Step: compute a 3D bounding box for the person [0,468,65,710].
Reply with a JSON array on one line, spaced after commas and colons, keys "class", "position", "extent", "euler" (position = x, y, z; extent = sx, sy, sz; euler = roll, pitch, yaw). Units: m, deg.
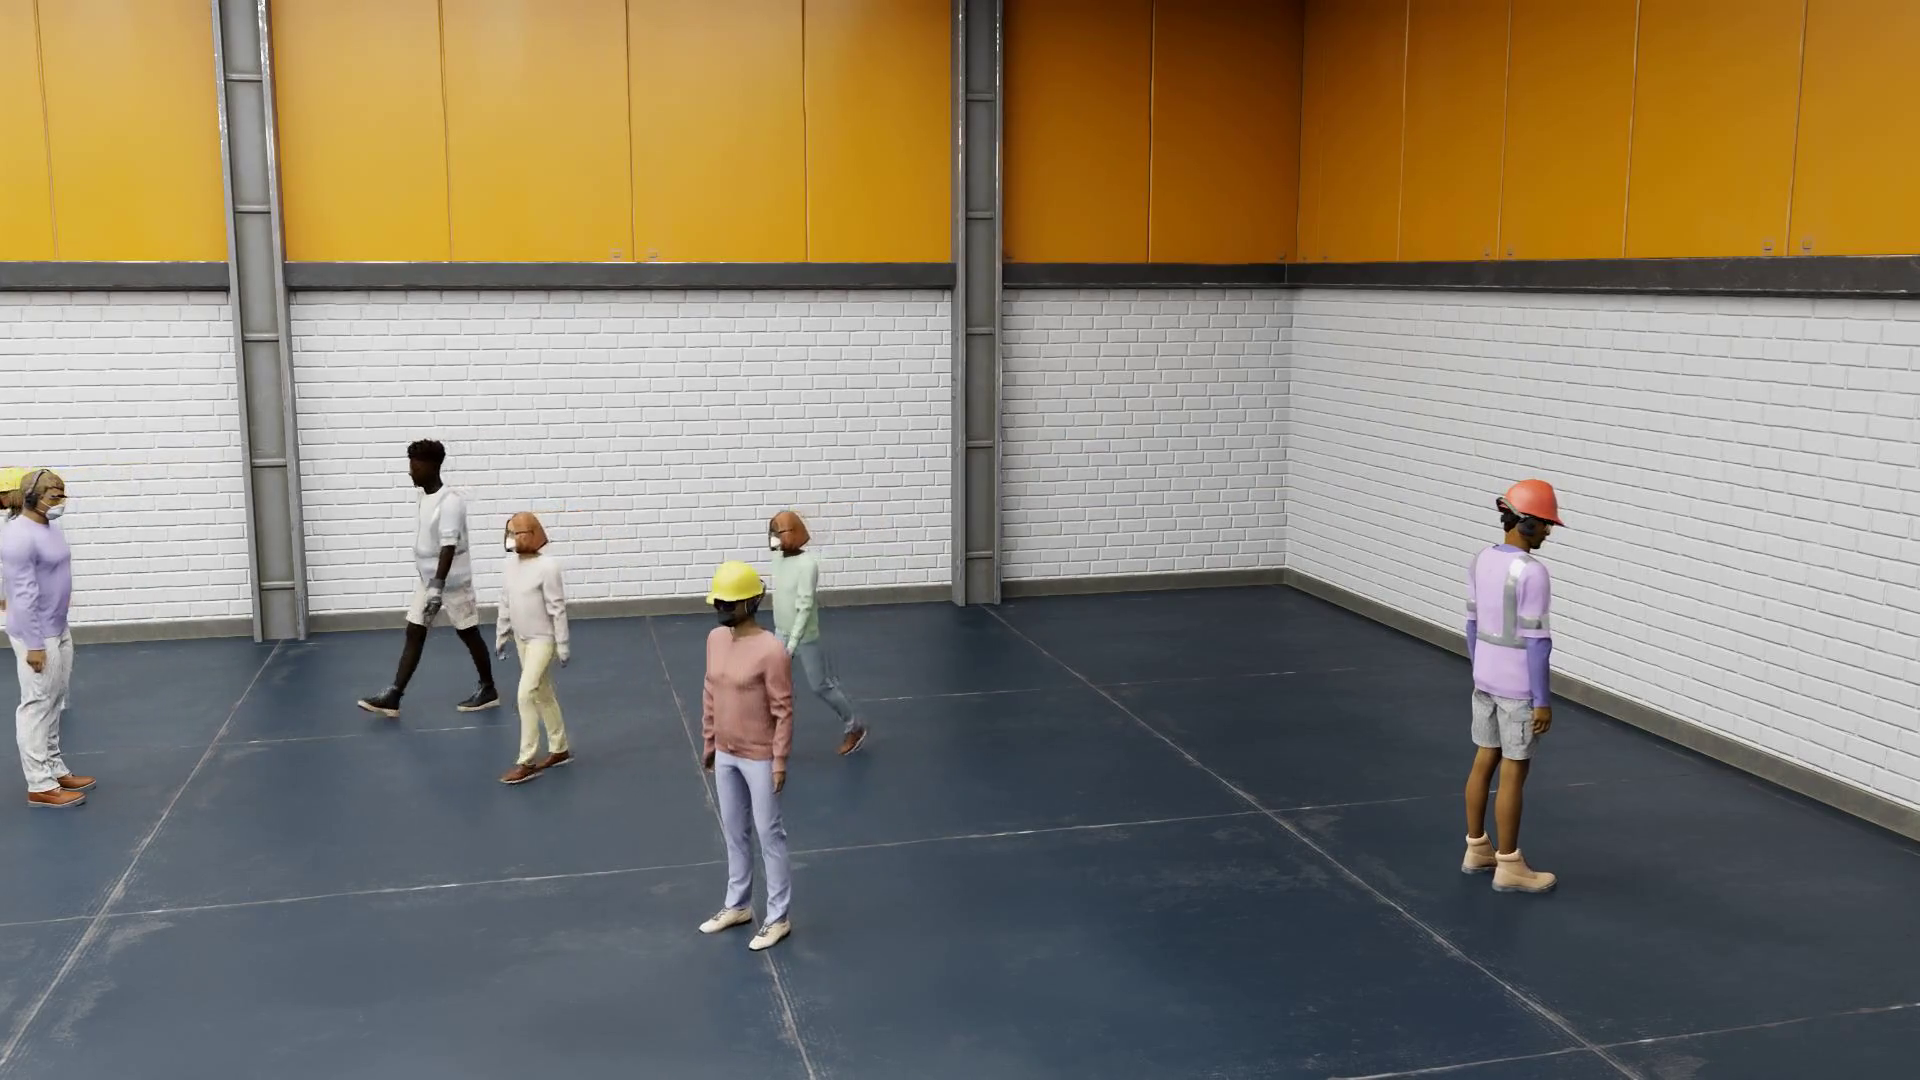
[{"class": "person", "position": [-6.355, 0.369, 11.306], "extent": [0.512, 1.721, 0.522], "euler": [5, 10, 28]}]

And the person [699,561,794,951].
[{"class": "person", "position": [-0.979, 0.963, 7.492], "extent": [0.533, 1.765, 0.331], "euler": [8, 12, 40]}]

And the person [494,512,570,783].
[{"class": "person", "position": [-2.626, 0.638, 9.990], "extent": [0.523, 1.612, 0.701], "euler": [8, 12, 40]}]

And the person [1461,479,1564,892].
[{"class": "person", "position": [2.746, 0.711, 8.233], "extent": [0.399, 2.033, 0.605], "euler": [-2, 9, -13]}]

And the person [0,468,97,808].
[{"class": "person", "position": [-5.239, 0.554, 9.526], "extent": [0.373, 1.933, 0.627], "euler": [-2, 9, -13]}]

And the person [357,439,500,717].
[{"class": "person", "position": [-3.613, 0.275, 11.315], "extent": [1.001, 1.909, 0.623], "euler": [-9, 13, -43]}]

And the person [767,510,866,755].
[{"class": "person", "position": [-0.974, 0.594, 10.334], "extent": [0.847, 1.594, 0.497], "euler": [-8, 12, -41]}]
